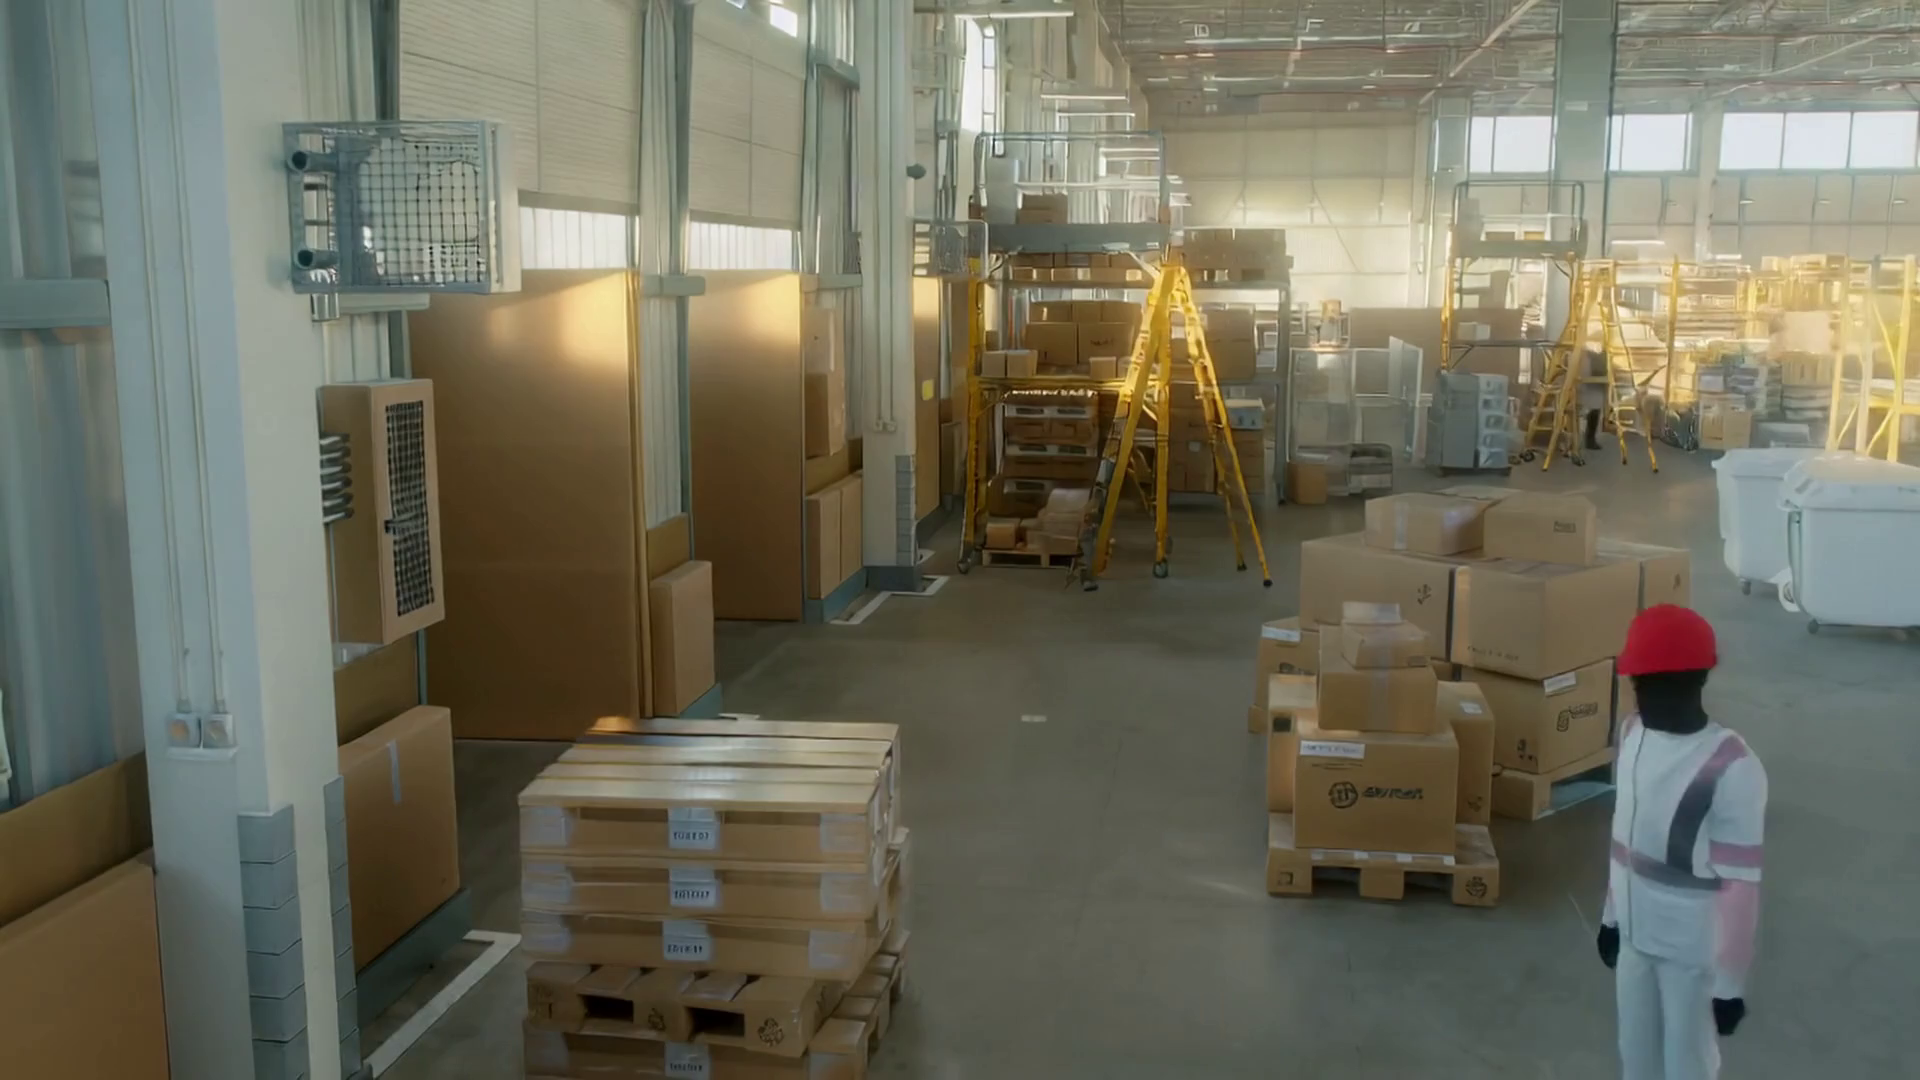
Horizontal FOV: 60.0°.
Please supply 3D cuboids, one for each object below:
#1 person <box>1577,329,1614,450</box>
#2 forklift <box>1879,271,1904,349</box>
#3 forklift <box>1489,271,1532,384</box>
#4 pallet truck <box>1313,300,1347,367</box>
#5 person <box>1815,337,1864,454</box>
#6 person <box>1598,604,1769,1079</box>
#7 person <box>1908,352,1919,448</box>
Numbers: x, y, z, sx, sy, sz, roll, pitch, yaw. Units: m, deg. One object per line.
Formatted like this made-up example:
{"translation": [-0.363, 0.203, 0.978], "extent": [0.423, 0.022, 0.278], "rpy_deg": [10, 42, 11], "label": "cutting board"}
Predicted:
{"translation": [10.088, -2.363, 26.320], "extent": [0.548, 1.920, 0.529], "rpy_deg": [-2, 9, -14], "label": "person"}
{"translation": [26.597, -6.291, 47.564], "extent": [1.873, 2.768, 1.129], "rpy_deg": [4, 10, 23], "label": "forklift"}
{"translation": [13.422, -5.322, 41.591], "extent": [1.873, 2.768, 1.129], "rpy_deg": [1, 9, 9], "label": "forklift"}
{"translation": [11.159, -6.200, 49.718], "extent": [0.823, 1.965, 1.885], "rpy_deg": [4, 10, 26], "label": "pallet truck"}
{"translation": [12.514, -1.912, 23.548], "extent": [0.831, 1.920, 0.638], "rpy_deg": [-5, 10, -26], "label": "person"}
{"translation": [2.037, 1.138, 4.781], "extent": [0.385, 1.914, 0.622], "rpy_deg": [-2, 9, -11], "label": "person"}
{"translation": [15.504, -2.338, 26.723], "extent": [0.335, 1.735, 0.484], "rpy_deg": [5, 10, 28], "label": "person"}
